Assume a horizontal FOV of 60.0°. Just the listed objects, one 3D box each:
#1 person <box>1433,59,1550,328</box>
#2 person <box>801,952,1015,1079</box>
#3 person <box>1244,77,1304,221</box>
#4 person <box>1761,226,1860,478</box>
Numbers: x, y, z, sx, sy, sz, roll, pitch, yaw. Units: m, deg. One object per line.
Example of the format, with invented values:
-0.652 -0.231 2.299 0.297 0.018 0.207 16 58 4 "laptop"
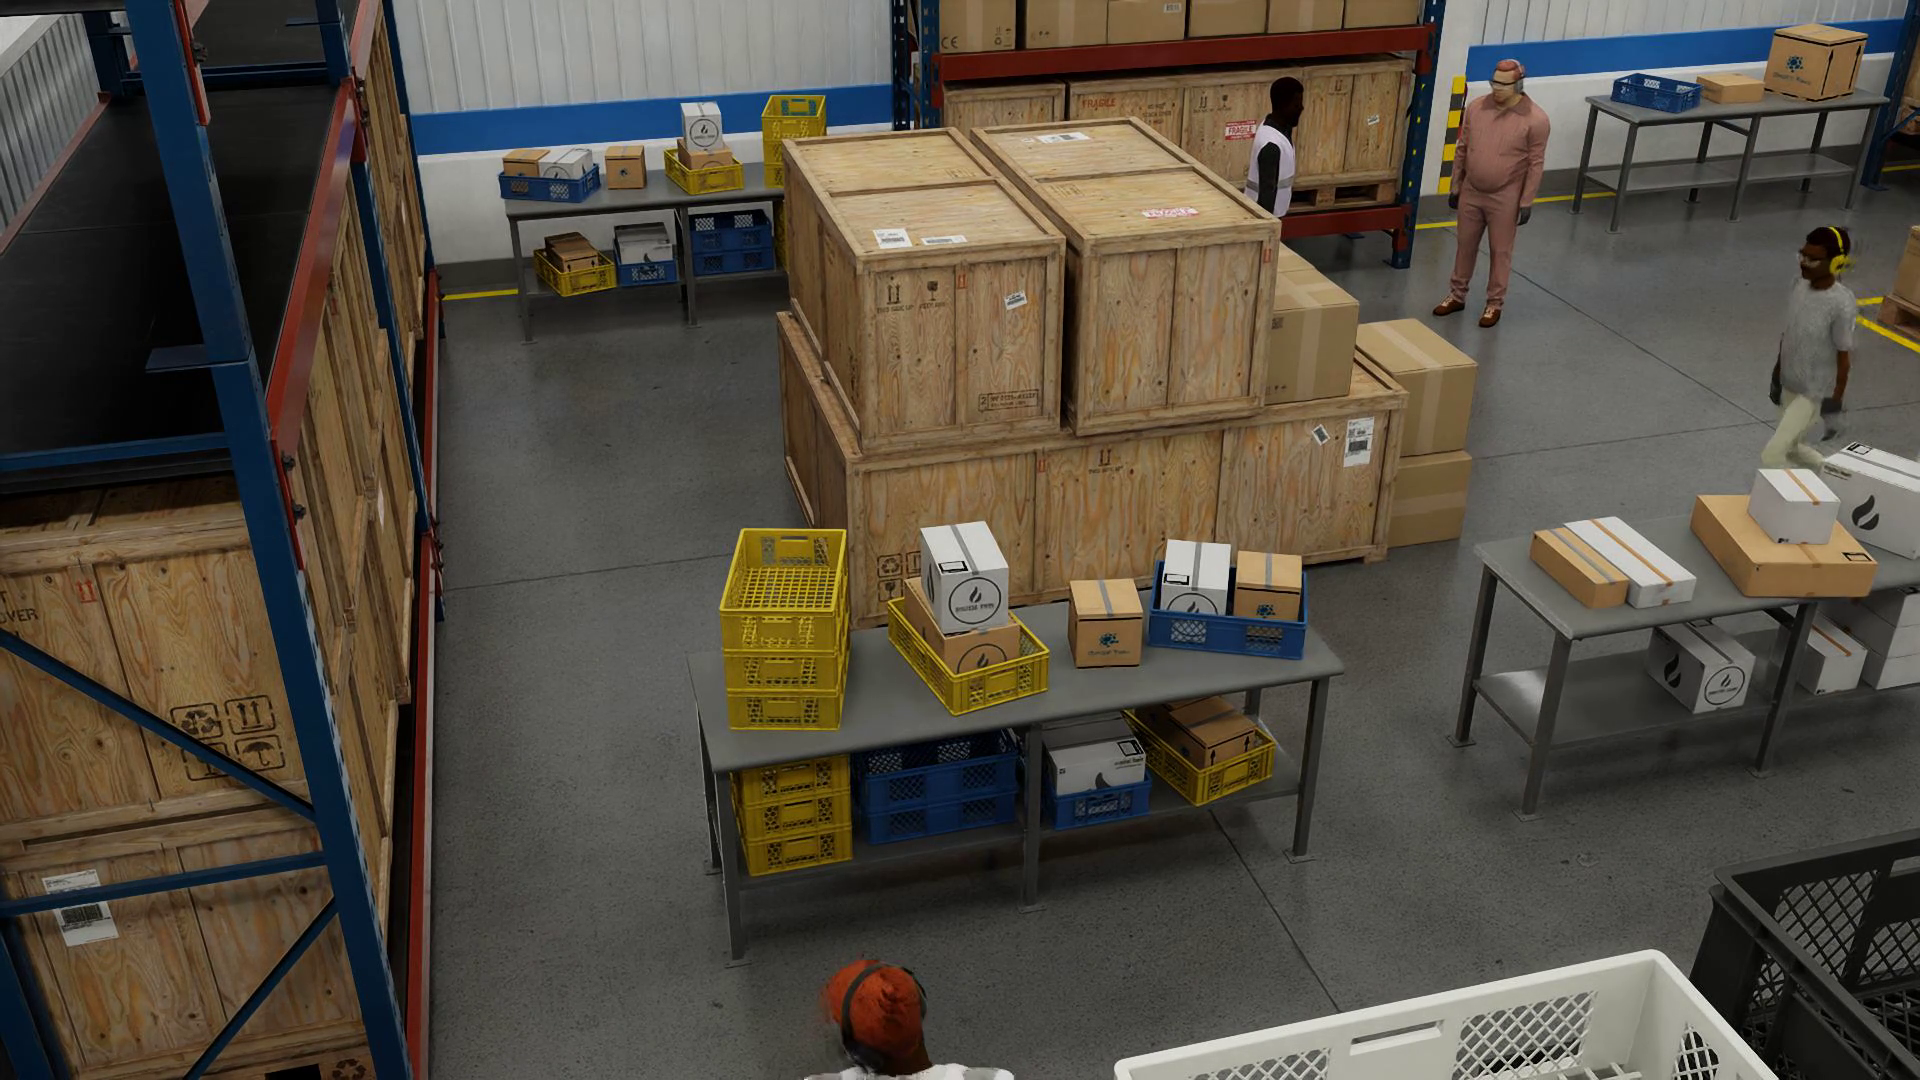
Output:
3.795 -2.477 11.904 0.652 1.904 0.402 24 37 36 "person"
-0.098 1.768 4.248 0.615 1.852 0.516 3 29 5 "person"
2.118 -2.230 11.454 0.394 1.911 0.583 6 29 11 "person"
4.644 -0.820 8.977 0.812 1.842 0.547 -4 29 -7 "person"
